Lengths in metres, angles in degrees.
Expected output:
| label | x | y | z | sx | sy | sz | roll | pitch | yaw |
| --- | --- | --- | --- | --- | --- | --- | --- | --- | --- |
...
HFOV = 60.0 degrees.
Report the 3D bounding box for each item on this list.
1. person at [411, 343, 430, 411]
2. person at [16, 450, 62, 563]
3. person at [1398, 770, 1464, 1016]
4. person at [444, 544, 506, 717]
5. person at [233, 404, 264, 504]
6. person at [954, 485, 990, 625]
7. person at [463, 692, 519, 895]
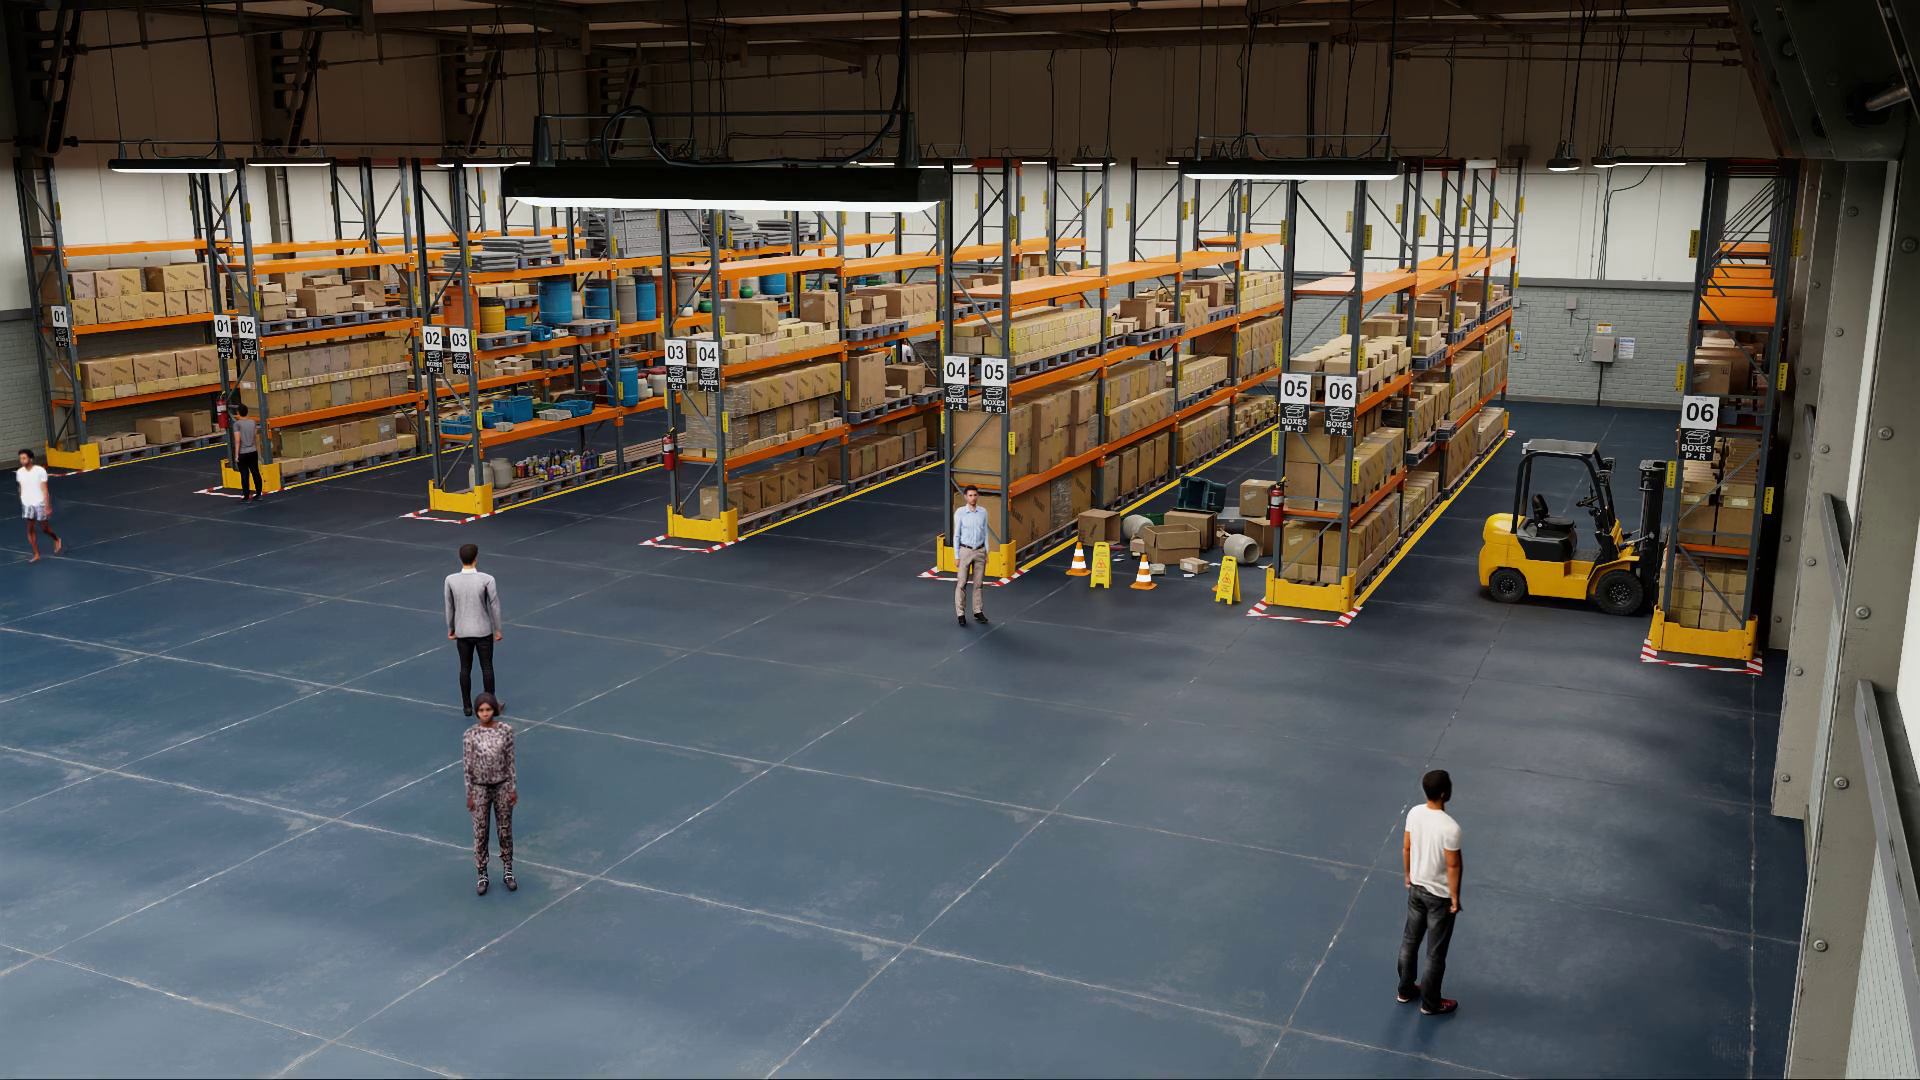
| label | x | y | z | sx | sy | sz | roll | pitch | yaw |
| --- | --- | --- | --- | --- | --- | --- | --- | --- | --- |
| person | -12.662 | -3.757 | 39.070 | 0.629 | 1.769 | 0.570 | 4 | 14 | 19 |
| person | -14.015 | -0.540 | 25.310 | 0.831 | 1.709 | 0.958 | 1 | 13 | 3 |
| person | 3.379 | 2.505 | 11.950 | 0.727 | 1.803 | 0.721 | -8 | 15 | -31 |
| person | -5.349 | 0.981 | 18.269 | 0.833 | 1.921 | 0.799 | 0 | 13 | -2 |
| person | -12.681 | -1.551 | 29.574 | 0.666 | 1.755 | 0.480 | 7 | 15 | 26 |
| person | 0.158 | 0.176 | 21.914 | 0.751 | 1.846 | 0.807 | -4 | 14 | -18 |
| person | -3.912 | 2.100 | 13.895 | 0.679 | 1.714 | 0.738 | -5 | 14 | -19 |
